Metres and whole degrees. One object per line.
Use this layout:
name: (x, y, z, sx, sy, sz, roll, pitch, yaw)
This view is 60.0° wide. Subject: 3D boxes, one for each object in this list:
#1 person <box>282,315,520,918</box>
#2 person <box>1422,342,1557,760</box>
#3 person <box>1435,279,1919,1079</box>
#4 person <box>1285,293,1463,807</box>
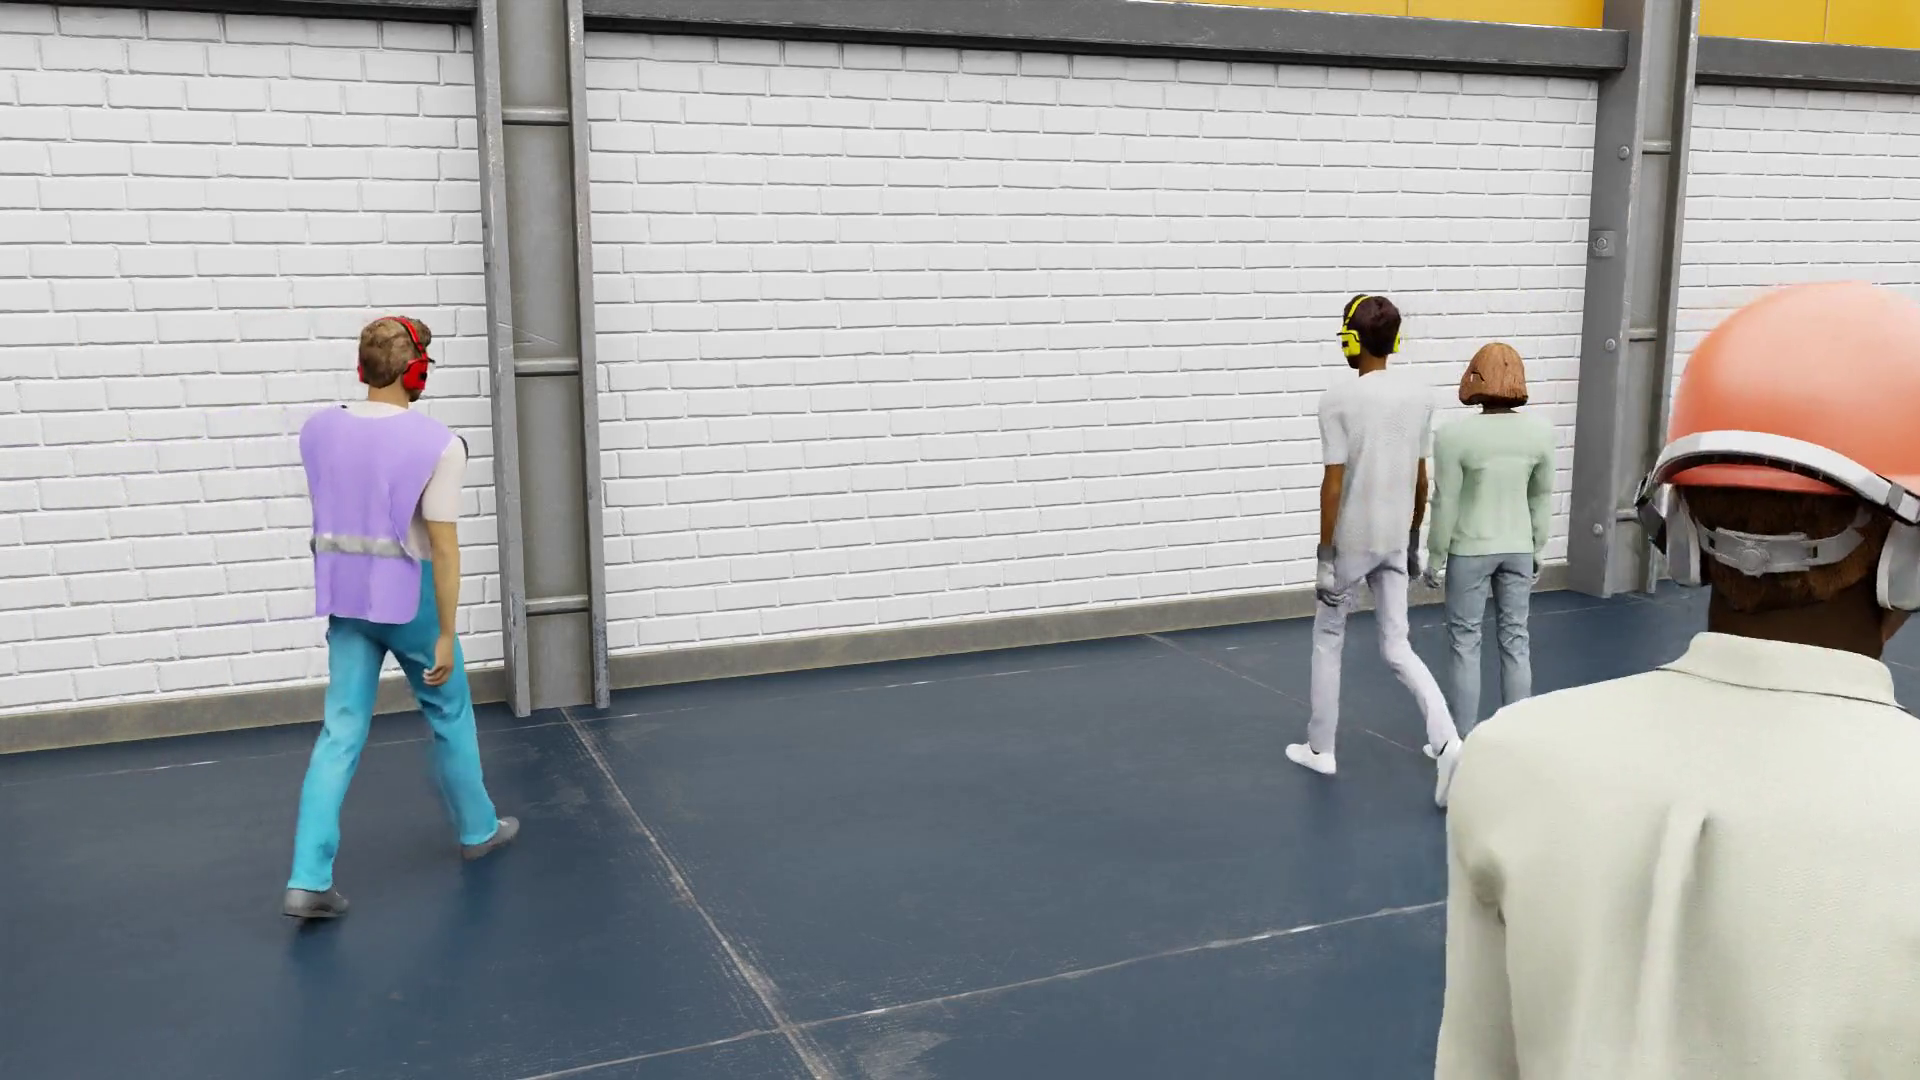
person: (-1.756, 0.220, 5.078, 0.586, 1.800, 0.974, 2, 11, 13)
person: (2.014, 0.065, 6.364, 0.500, 1.633, 0.282, -2, 11, -12)
person: (0.700, 0.775, 1.477, 0.436, 1.985, 0.662, -8, 13, -36)
person: (1.535, 0.032, 6.024, 0.512, 1.837, 0.868, -4, 11, -22)
